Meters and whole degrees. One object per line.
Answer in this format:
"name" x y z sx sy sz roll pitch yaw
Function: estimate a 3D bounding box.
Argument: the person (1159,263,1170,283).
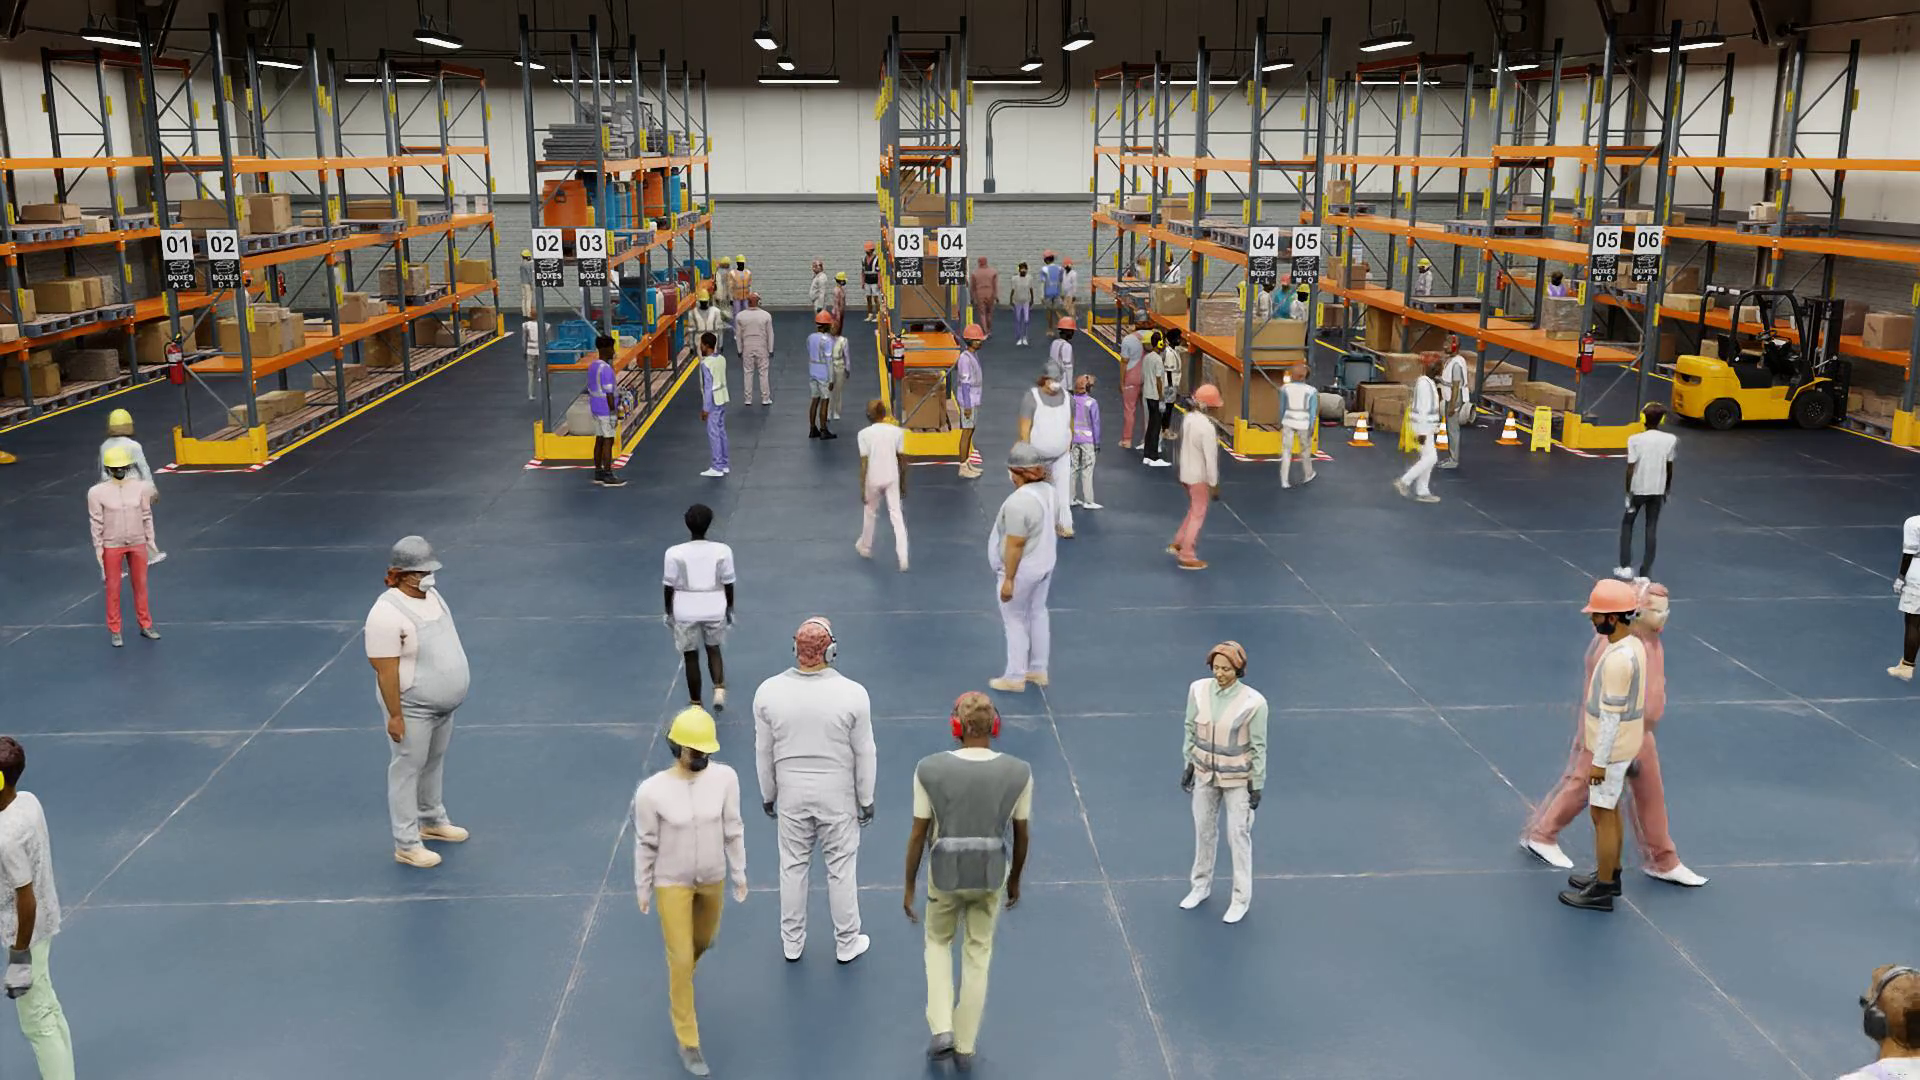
"person" 4.840 -5.738 39.449 0.270 1.631 0.507 0 13 1

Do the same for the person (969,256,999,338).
"person" 0.545 -5.607 38.416 0.654 1.851 1.005 -2 13 -7

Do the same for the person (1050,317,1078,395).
"person" 1.508 -2.264 24.086 0.373 1.933 0.550 -5 14 -22

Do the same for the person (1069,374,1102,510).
"person" 1.499 -1.189 20.164 0.307 1.641 0.514 -12 18 -40

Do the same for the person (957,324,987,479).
"person" 0.165 -1.841 22.063 0.391 2.040 0.615 2 13 9

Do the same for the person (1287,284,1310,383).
"person" 6.200 -3.751 30.400 0.387 1.926 0.591 8 15 30

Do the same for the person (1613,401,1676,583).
"person" 6.895 -0.483 16.735 0.524 1.845 0.728 1 13 6

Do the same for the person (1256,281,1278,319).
"person" 5.739 -4.005 31.248 0.401 2.036 0.608 2 13 7

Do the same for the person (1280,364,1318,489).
"person" 4.362 -1.469 21.442 0.527 1.592 0.858 8 15 30

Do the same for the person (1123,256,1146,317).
"person" 4.499 -6.404 42.318 0.736 1.611 0.540 13 18 43

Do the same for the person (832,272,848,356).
"person" -2.522 -4.769 35.085 0.350 1.758 0.522 2 13 8

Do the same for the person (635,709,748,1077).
"person" -1.332 1.618 8.101 0.530 1.736 0.809 -8 15 -29

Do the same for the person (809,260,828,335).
"person" -3.099 -5.171 36.464 0.411 1.908 0.643 -2 13 -10

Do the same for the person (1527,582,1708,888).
"person" 3.939 1.132 9.897 1.026 1.850 0.658 12 18 41

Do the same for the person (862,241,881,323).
"person" -2.235 -6.458 41.661 0.609 2.031 0.409 10 16 36

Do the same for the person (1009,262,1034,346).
"person" 1.371 -5.203 36.744 0.564 1.832 0.812 0 13 -2

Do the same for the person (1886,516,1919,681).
"person" 7.926 0.324 13.631 0.531 1.698 0.320 -1 13 -4

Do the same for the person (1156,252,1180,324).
"person" 4.939 -5.898 39.585 0.572 1.886 0.353 1 13 6

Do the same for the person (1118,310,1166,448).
"person" 2.625 -2.364 24.280 0.687 2.000 0.535 -4 14 -18

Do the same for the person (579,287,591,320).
"person" -9.083 -6.046 40.469 0.330 1.769 0.526 0 13 -1

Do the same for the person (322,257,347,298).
"person" -15.371 -6.126 40.943 0.888 1.704 0.560 5 14 22

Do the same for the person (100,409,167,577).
"person" -8.581 -0.496 17.118 0.487 1.694 0.918 5 14 22

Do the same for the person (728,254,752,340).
"person" -5.008 -5.556 38.039 0.588 1.930 0.363 -9 16 -33

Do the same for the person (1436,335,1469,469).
"person" 6.732 -1.879 22.678 0.388 1.837 0.560 2 13 7

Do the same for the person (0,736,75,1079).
"person" -4.105 1.741 7.258 0.319 1.871 0.532 -6 15 -24

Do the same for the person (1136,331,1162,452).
"person" 2.736 -2.128 23.925 0.317 1.741 0.493 -4 14 -18

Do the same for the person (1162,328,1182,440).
"person" 3.157 -2.334 24.920 0.320 1.686 0.539 3 14 11

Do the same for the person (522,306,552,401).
"person" -7.304 -3.218 28.780 0.513 1.631 0.311 -1 13 -2

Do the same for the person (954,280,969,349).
"person" 0.038 -4.959 36.147 0.286 1.633 0.501 -9 16 -33

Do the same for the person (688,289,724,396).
"person" -4.455 -3.456 29.183 0.625 1.909 0.452 -3 14 -11

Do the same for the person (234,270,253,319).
"person" -13.902 -4.254 32.410 0.406 1.989 0.622 -10 16 -35
